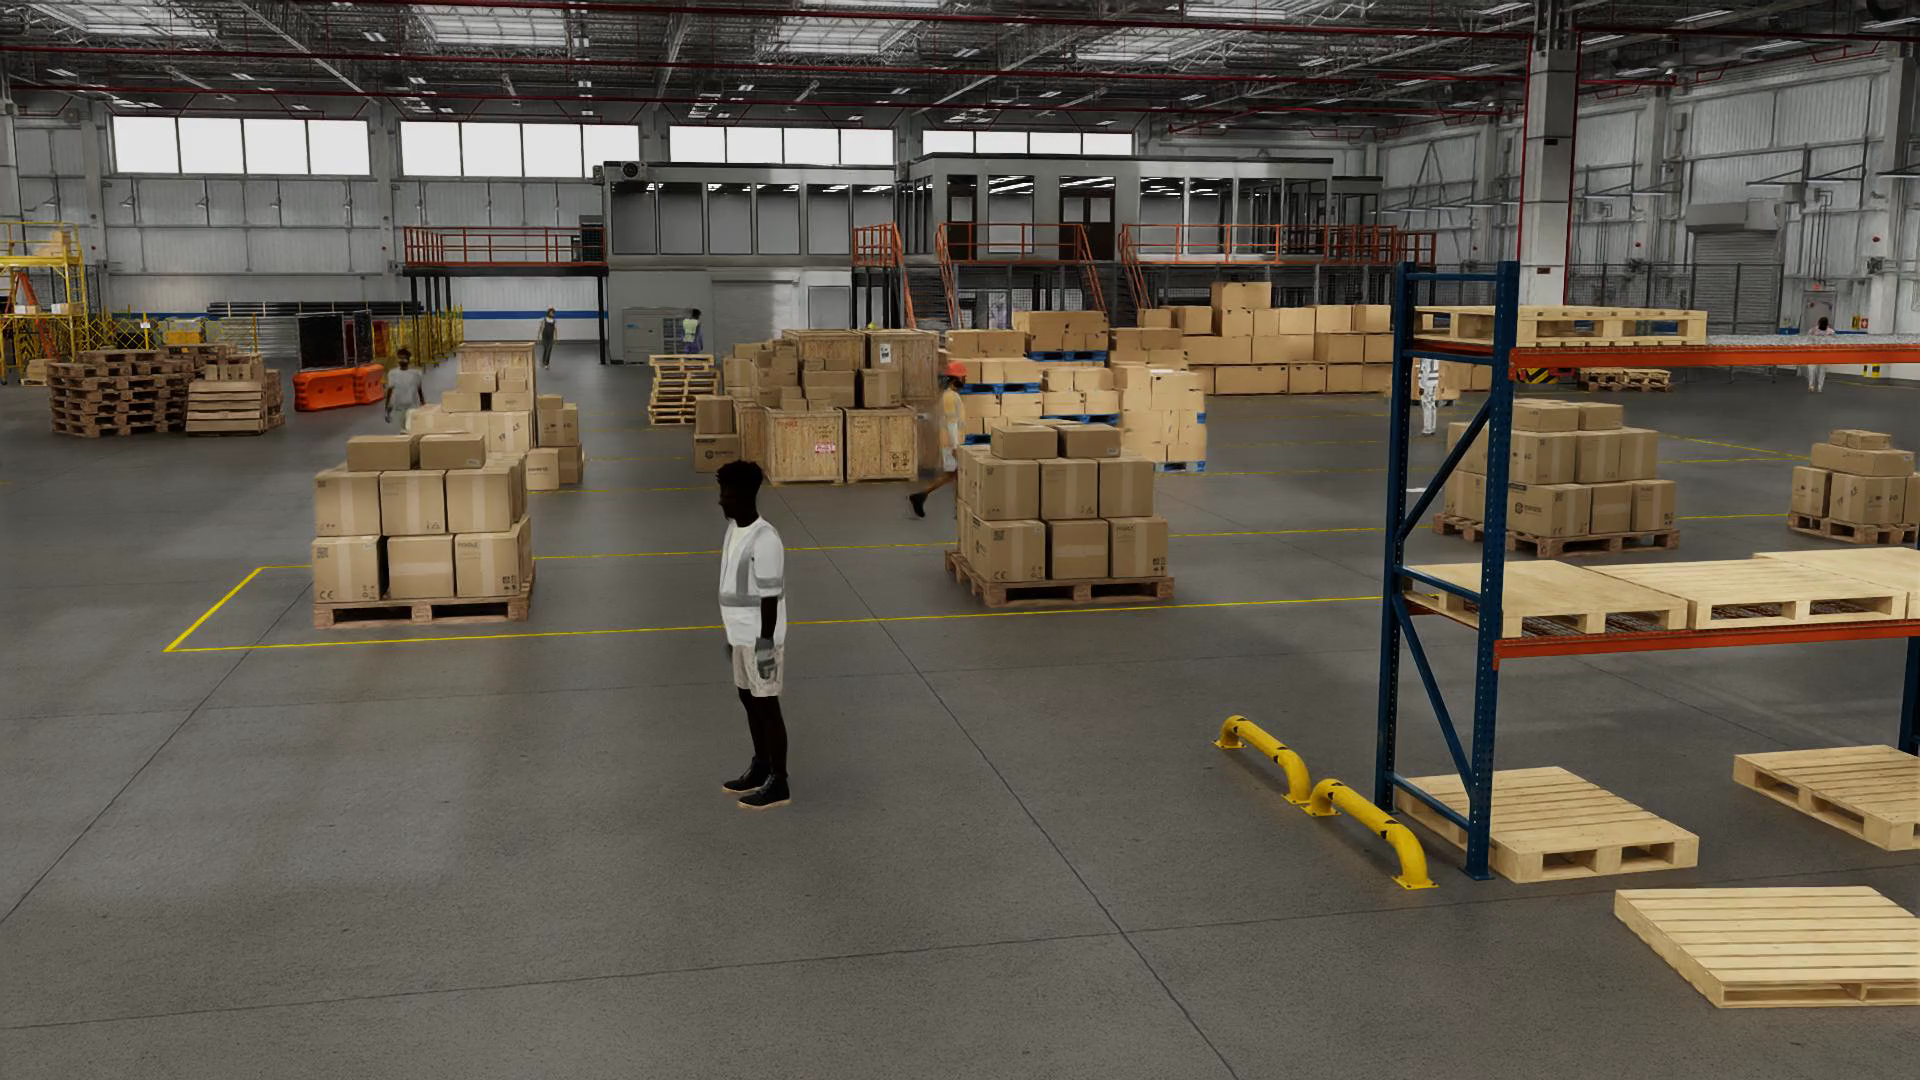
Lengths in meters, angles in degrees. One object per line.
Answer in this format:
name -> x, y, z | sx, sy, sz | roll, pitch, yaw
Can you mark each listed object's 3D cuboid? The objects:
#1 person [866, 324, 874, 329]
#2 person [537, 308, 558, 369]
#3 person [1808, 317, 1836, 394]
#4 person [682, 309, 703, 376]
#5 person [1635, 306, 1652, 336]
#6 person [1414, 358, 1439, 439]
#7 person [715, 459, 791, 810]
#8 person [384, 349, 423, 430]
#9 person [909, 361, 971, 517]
person -> -2.126, -4.137, 38.431 | 0.508, 1.695, 0.746 | 3, 10, 19
person -> -12.106, -5.906, 48.891 | 0.599, 1.802, 0.635 | -8, 12, -39
person -> 20.397, -4.358, 39.402 | 0.651, 1.817, 0.791 | 4, 10, 22
person -> -7.345, -5.356, 45.356 | 0.714, 1.880, 0.394 | 6, 11, 31
person -> 20.716, -6.206, 50.674 | 0.631, 1.824, 0.570 | -1, 9, -8
person -> 8.228, -2.722, 29.243 | 0.337, 1.882, 0.584 | 6, 11, 35
person -> -1.163, 0.520, 9.282 | 0.378, 1.958, 0.606 | -4, 10, -25
person -> -8.306, -1.958, 24.869 | 0.548, 1.811, 1.033 | 0, 9, -3
person -> -0.149, -1.167, 19.691 | 0.808, 1.918, 0.548 | 2, 9, 11
